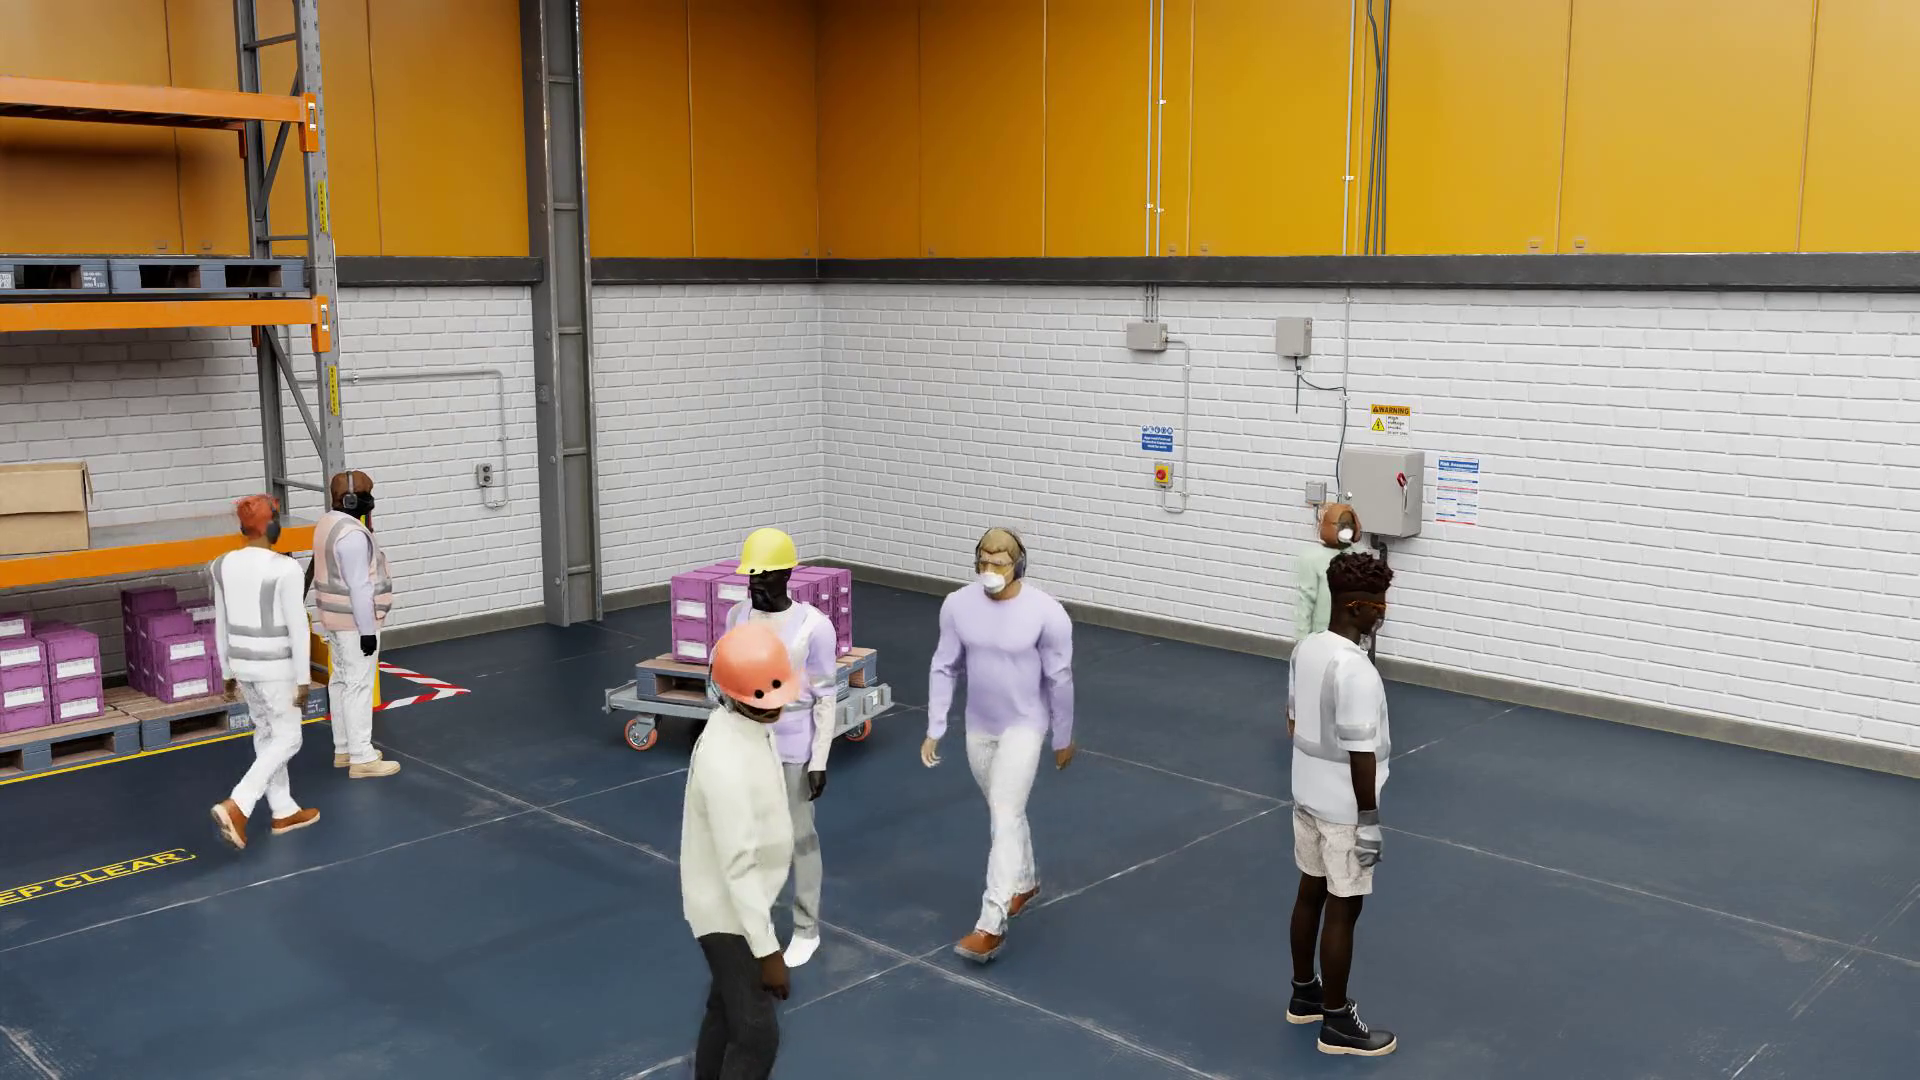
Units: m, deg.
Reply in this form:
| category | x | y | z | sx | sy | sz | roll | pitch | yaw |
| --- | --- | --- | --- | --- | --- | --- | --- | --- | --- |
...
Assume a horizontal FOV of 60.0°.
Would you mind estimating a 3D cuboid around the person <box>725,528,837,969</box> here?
| category | x | y | z | sx | sy | sz | roll | pitch | yaw |
| --- | --- | --- | --- | --- | --- | --- | --- | --- | --- |
| person | -0.808 | 0.897 | 7.269 | 0.586 | 1.928 | 0.364 | 5 | 11 | 29 |

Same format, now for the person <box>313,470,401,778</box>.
| category | x | y | z | sx | sy | sz | roll | pitch | yaw |
| --- | --- | --- | --- | --- | --- | --- | --- | --- | --- |
| person | -3.627 | 0.496 | 9.996 | 0.429 | 1.841 | 0.634 | -7 | 11 | -35 |

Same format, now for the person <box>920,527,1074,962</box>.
| category | x | y | z | sx | sy | sz | roll | pitch | yaw |
| --- | --- | --- | --- | --- | --- | --- | --- | --- | --- |
| person | 0.150 | 0.885 | 7.430 | 0.631 | 1.893 | 1.009 | 6 | 11 | 34 |

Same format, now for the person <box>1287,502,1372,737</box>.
| category | x | y | z | sx | sy | sz | roll | pitch | yaw |
| --- | --- | --- | --- | --- | --- | --- | --- | --- | --- |
| person | 2.288 | 0.552 | 10.314 | 0.499 | 1.621 | 0.535 | -3 | 10 | -17 |

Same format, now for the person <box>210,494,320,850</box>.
| category | x | y | z | sx | sy | sz | roll | pitch | yaw |
| --- | --- | --- | --- | --- | --- | --- | --- | --- | --- |
| person | -3.686 | 0.697 | 8.697 | 0.585 | 1.867 | 0.723 | 4 | 10 | 21 |

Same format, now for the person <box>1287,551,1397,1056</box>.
| category | x | y | z | sx | sy | sz | roll | pitch | yaw |
| --- | --- | --- | --- | --- | --- | --- | --- | --- | --- |
| person | 1.486 | 1.009 | 6.486 | 0.372 | 1.959 | 0.603 | -2 | 9 | -12 |

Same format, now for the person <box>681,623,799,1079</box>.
| category | x | y | z | sx | sy | sz | roll | pitch | yaw |
| --- | --- | --- | --- | --- | --- | --- | --- | --- | --- |
| person | -0.718 | 1.198 | 5.372 | 0.437 | 1.946 | 0.680 | -1 | 9 | -3 |
